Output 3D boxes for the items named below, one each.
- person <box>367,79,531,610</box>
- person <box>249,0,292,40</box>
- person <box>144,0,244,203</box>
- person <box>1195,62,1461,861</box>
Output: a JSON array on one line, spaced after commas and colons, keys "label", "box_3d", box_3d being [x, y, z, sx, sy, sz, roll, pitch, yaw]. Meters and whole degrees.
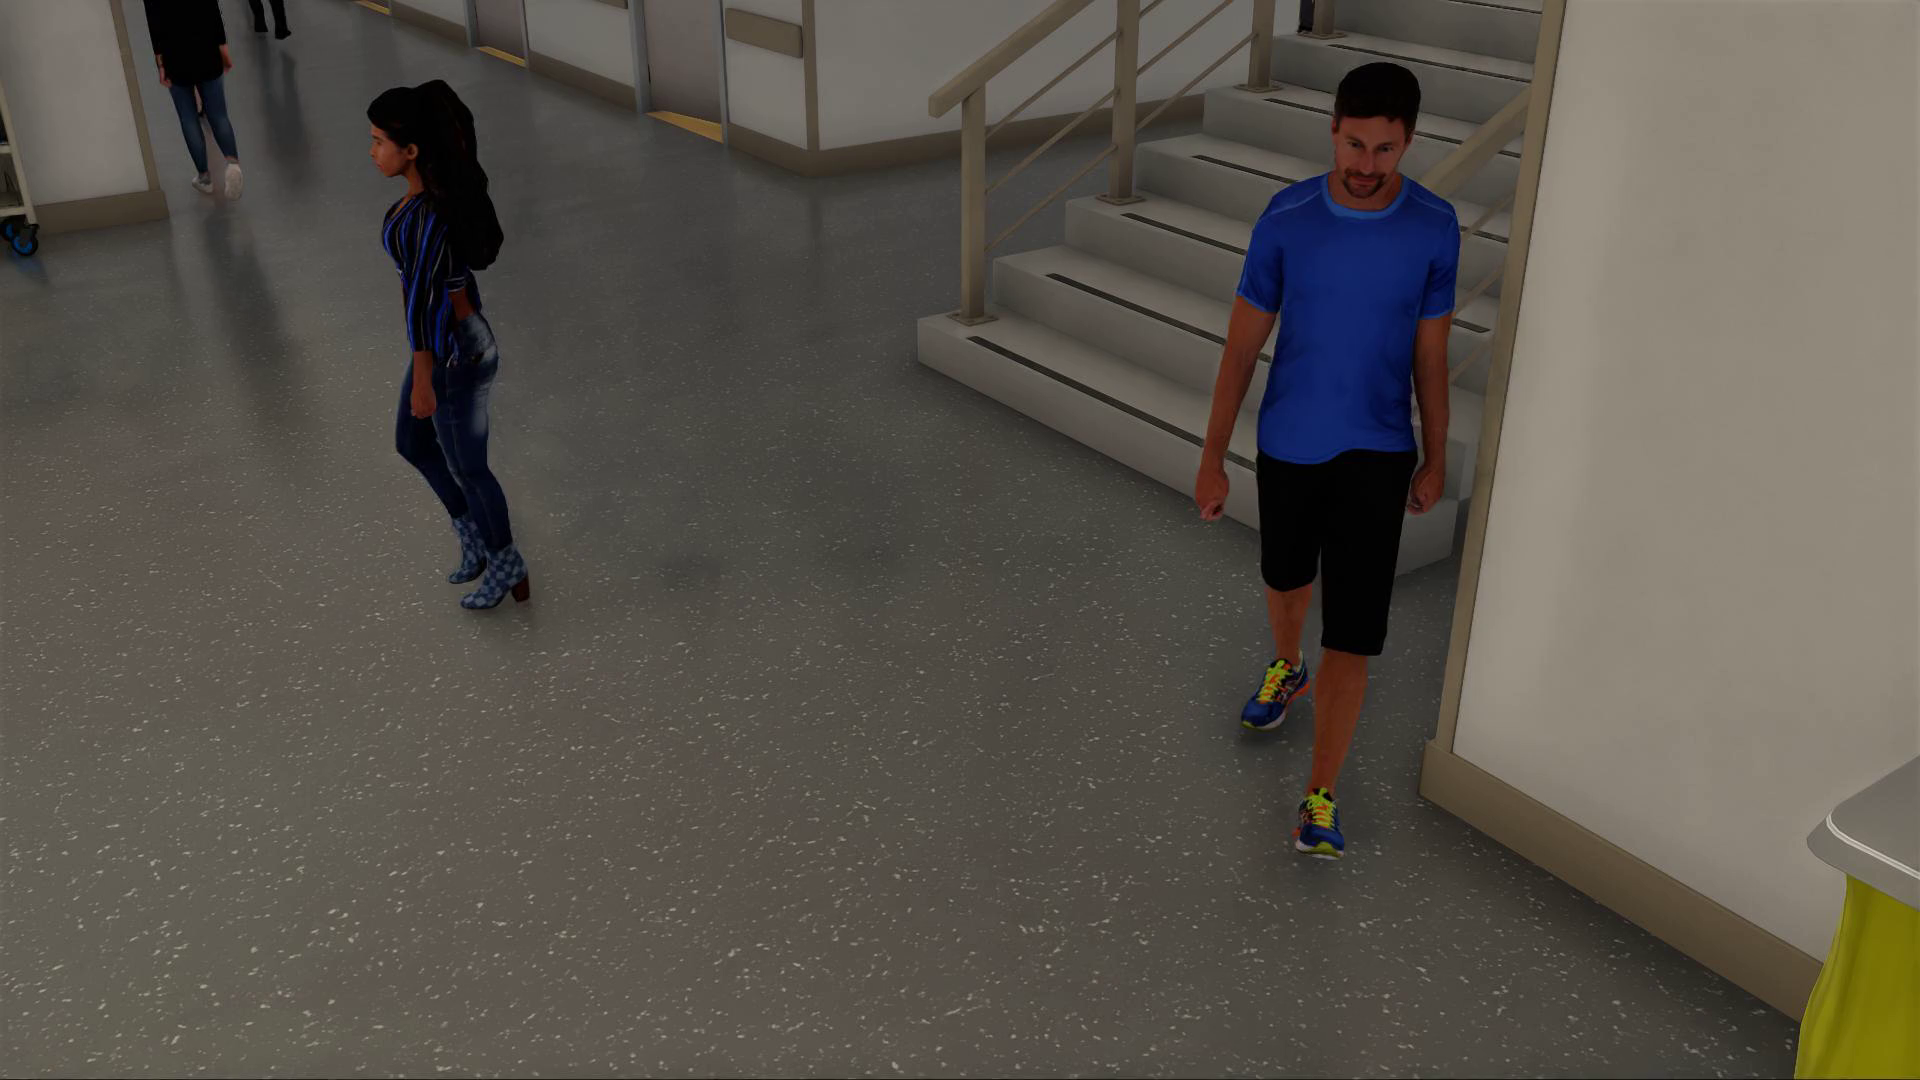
[{"label": "person", "box_3d": [-1.424, -0.533, 4.899, 0.721, 1.607, 0.714, -7, 27, -15]}, {"label": "person", "box_3d": [-6.251, -5.354, 14.633, 1.201, 1.837, 0.819, -13, 29, -26]}, {"label": "person", "box_3d": [-4.337, -2.718, 9.413, 0.930, 1.622, 0.627, -17, 31, -32]}, {"label": "person", "box_3d": [0.908, -0.226, 4.035, 1.191, 1.806, 1.322, 8, 27, 17]}]
